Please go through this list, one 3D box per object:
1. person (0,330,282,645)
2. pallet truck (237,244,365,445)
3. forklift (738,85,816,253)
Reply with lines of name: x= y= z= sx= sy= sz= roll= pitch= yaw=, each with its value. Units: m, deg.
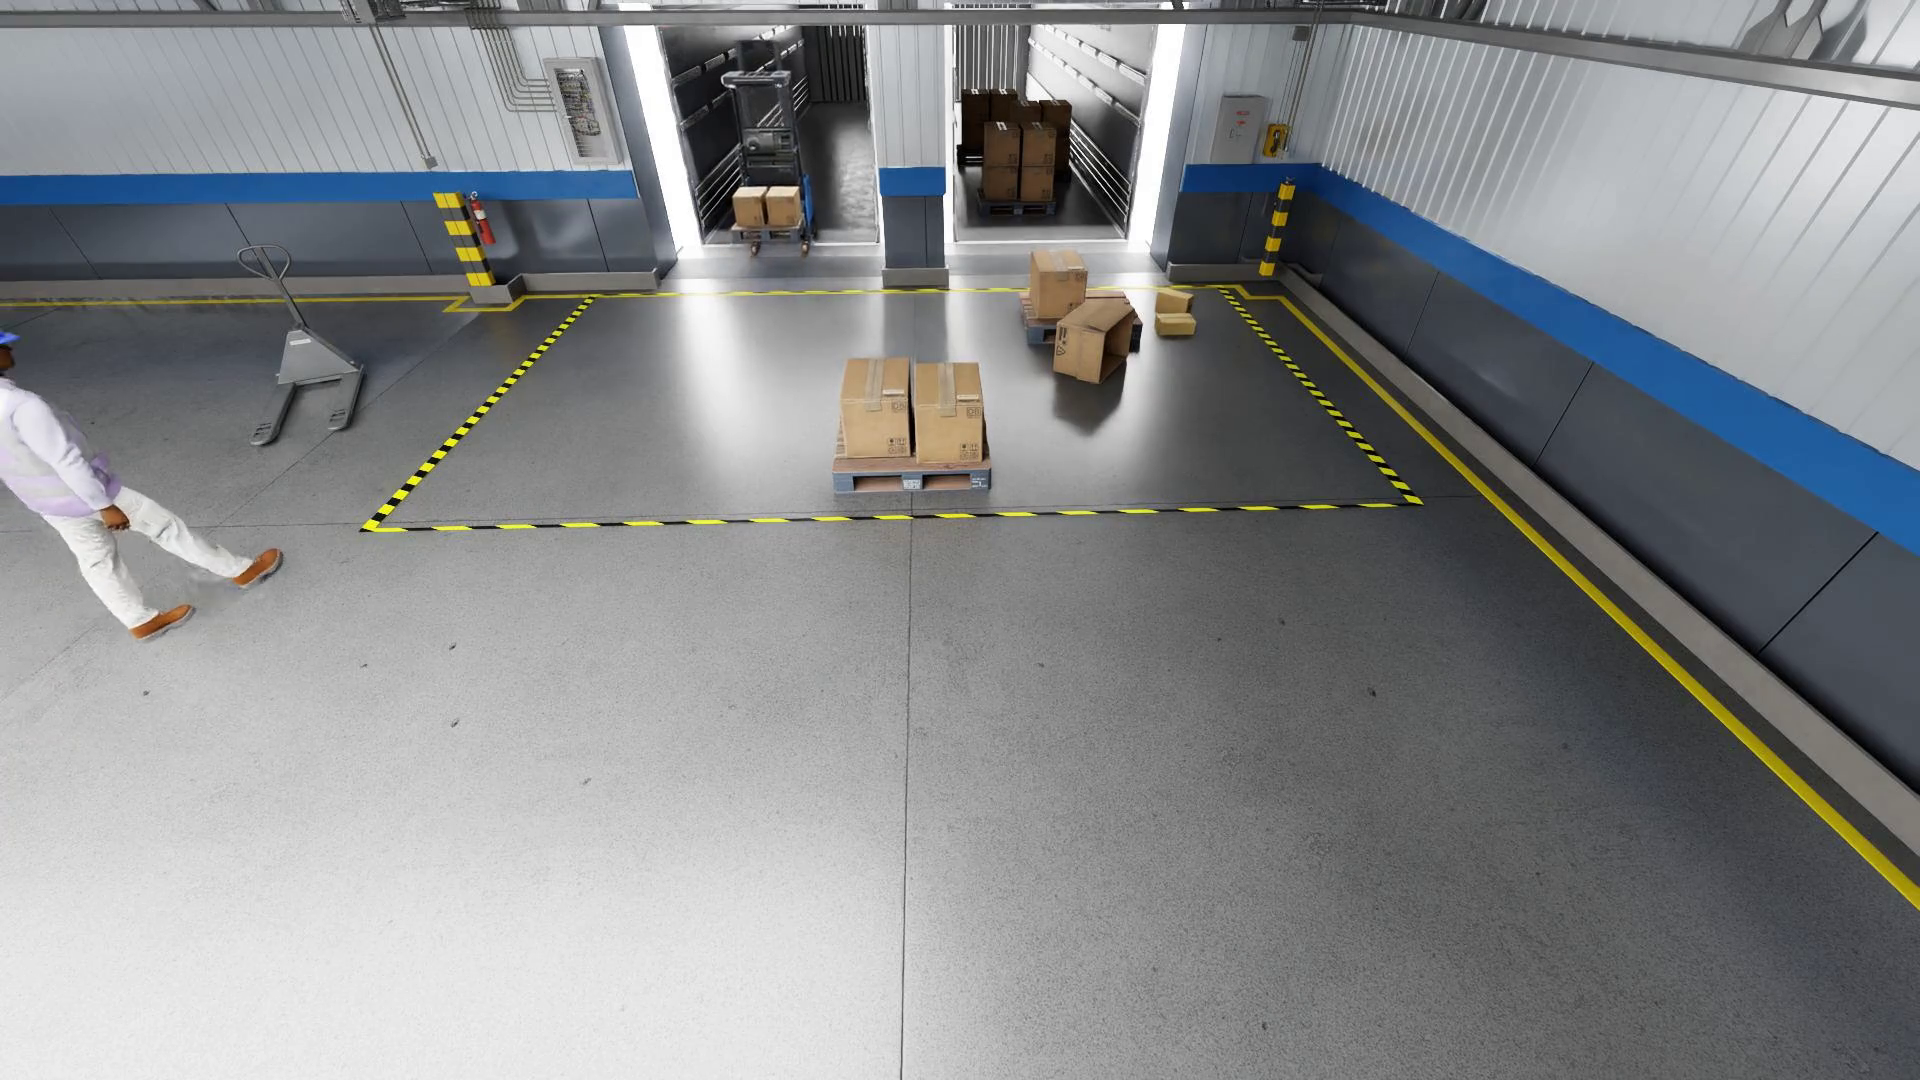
person: x=-4.755 y=-0.360 z=4.083 sx=0.643 sy=1.918 sz=0.816 roll=9 pitch=39 yaw=11
pallet truck: x=-5.915 y=-1.733 z=6.366 sx=0.680 sy=1.201 sz=1.601 roll=-18 pitch=42 yaw=-21
forklift: x=-2.519 y=-5.249 z=10.152 sx=0.716 sy=2.013 sz=0.776 roll=-2 pitch=39 yaw=-2
